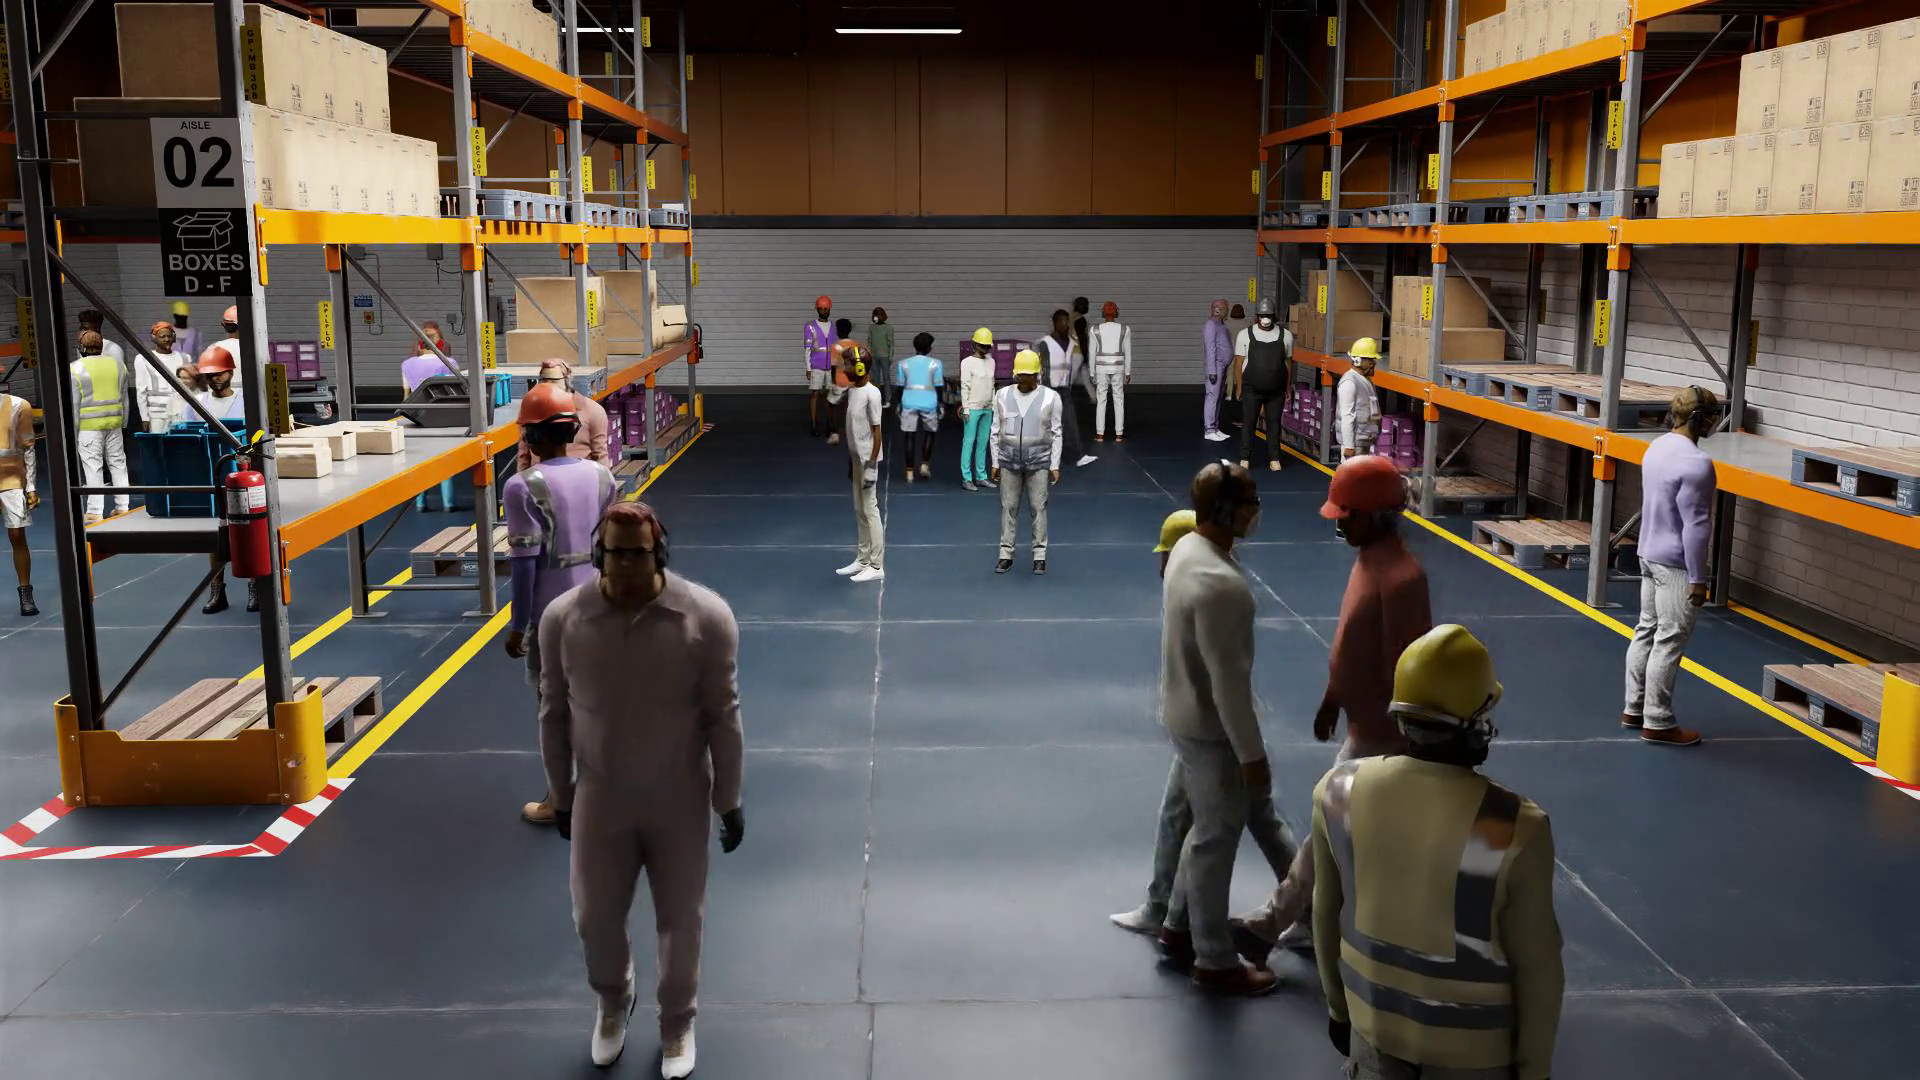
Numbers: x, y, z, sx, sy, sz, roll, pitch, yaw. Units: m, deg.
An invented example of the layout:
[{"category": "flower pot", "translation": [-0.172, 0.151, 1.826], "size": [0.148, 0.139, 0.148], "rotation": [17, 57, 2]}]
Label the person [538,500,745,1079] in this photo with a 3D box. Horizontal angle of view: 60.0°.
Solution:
[{"category": "person", "translation": [-1.005, 0.808, 5.279], "size": [0.653, 1.892, 0.436], "rotation": [-1, 10, -7]}]

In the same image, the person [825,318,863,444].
[{"category": "person", "translation": [-1.525, -2.067, 21.890], "size": [0.550, 1.677, 0.608], "rotation": [-7, 12, -33]}]

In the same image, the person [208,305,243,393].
[{"category": "person", "translation": [-7.261, -1.343, 16.824], "size": [0.615, 2.040, 0.391], "rotation": [1, 10, 7]}]

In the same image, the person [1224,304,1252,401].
[{"category": "person", "translation": [4.682, -3.165, 28.106], "size": [0.500, 1.636, 0.281], "rotation": [1, 10, 5]}]

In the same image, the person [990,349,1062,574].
[{"category": "person", "translation": [0.527, -0.628, 13.449], "size": [0.589, 1.825, 0.403], "rotation": [2, 10, 12]}]

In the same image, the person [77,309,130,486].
[{"category": "person", "translation": [-9.301, -1.519, 18.015], "size": [0.612, 1.964, 0.364], "rotation": [4, 11, 21]}]

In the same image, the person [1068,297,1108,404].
[{"category": "person", "translation": [1.969, -3.090, 27.308], "size": [0.945, 1.782, 0.650], "rotation": [-1, 10, -7]}]

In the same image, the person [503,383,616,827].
[{"category": "person", "translation": [-1.857, 0.301, 7.663], "size": [0.391, 2.041, 0.615], "rotation": [7, 12, 34]}]

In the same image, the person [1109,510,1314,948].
[{"category": "person", "translation": [1.041, 0.728, 6.298], "size": [0.854, 1.683, 0.503], "rotation": [6, 12, 29]}]

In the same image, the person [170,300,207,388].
[{"category": "person", "translation": [-10.364, -2.237, 22.179], "size": [0.604, 1.907, 0.541], "rotation": [-6, 12, -32]}]

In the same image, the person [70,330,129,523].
[{"category": "person", "translation": [-8.272, -1.085, 15.947], "size": [0.429, 1.844, 0.625], "rotation": [6, 12, 29]}]

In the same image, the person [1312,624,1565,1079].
[{"category": "person", "translation": [1.094, 1.094, 3.822], "size": [0.590, 1.837, 0.404], "rotation": [9, 14, 41]}]

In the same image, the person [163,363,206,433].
[{"category": "person", "translation": [-6.930, -0.795, 15.023], "size": [0.518, 1.597, 0.831], "rotation": [4, 11, 21]}]

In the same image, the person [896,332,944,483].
[{"category": "person", "translation": [-0.445, -1.489, 18.634], "size": [0.563, 1.664, 0.542], "rotation": [1, 10, 8]}]

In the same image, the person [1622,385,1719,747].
[{"category": "person", "translation": [3.822, 0.135, 8.902], "size": [0.358, 1.931, 0.628], "rotation": [0, 10, 1]}]

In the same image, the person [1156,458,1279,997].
[{"category": "person", "translation": [0.914, 0.671, 5.902], "size": [0.417, 1.936, 0.653], "rotation": [0, 10, 2]}]

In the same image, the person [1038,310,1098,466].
[{"category": "person", "translation": [1.197, -1.809, 19.904], "size": [0.616, 1.861, 0.993], "rotation": [-10, 14, -44]}]

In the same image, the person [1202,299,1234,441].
[{"category": "person", "translation": [3.502, -2.307, 22.564], "size": [0.410, 1.913, 0.642], "rotation": [4, 11, 20]}]

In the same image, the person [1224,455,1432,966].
[{"category": "person", "translation": [1.398, 0.650, 6.029], "size": [1.019, 1.928, 0.675], "rotation": [1, 10, 8]}]

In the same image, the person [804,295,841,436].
[{"category": "person", "translation": [-1.887, -2.415, 23.078], "size": [0.545, 1.942, 0.354], "rotation": [-5, 11, -25]}]

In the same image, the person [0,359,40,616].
[{"category": "person", "translation": [-6.879, -0.402, 11.864], "size": [0.545, 1.942, 0.354], "rotation": [-5, 12, -28]}]

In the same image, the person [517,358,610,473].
[{"category": "person", "translation": [-2.736, -0.306, 11.469], "size": [0.647, 1.900, 0.395], "rotation": [1, 10, 5]}]

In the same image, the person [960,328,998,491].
[{"category": "person", "translation": [0.221, -1.412, 18.004], "size": [0.328, 1.759, 0.524], "rotation": [9, 14, 42]}]

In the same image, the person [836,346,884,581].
[{"category": "person", "translation": [-0.782, -0.604, 13.207], "size": [0.327, 1.865, 0.517], "rotation": [-4, 11, -22]}]

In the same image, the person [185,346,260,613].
[{"category": "person", "translation": [-5.301, -0.432, 12.040], "size": [0.546, 1.938, 0.360], "rotation": [-2, 10, -11]}]

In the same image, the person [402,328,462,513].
[{"category": "person", "translation": [-5.208, -1.171, 16.455], "size": [0.567, 1.837, 0.387], "rotation": [-1, 10, -3]}]

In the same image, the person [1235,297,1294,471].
[{"category": "person", "translation": [3.566, -1.817, 19.468], "size": [0.689, 2.000, 0.538], "rotation": [0, 10, 2]}]

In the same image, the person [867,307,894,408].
[{"category": "person", "translation": [-1.289, -2.951, 26.919], "size": [0.501, 1.632, 0.280], "rotation": [6, 12, 32]}]

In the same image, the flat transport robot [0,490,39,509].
[{"category": "flat transport robot", "translation": [-10.082, -0.464, 16.862], "size": [1.431, 0.197, 0.652], "rotation": [6, 12, 29]}]

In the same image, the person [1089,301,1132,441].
[{"category": "person", "translation": [2.017, -2.259, 22.370], "size": [0.575, 1.885, 0.355], "rotation": [0, 10, 2]}]

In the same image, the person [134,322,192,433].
[{"category": "person", "translation": [-7.994, -1.257, 16.789], "size": [0.357, 1.883, 0.573], "rotation": [9, 13, 41]}]

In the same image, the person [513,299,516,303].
[{"category": "person", "translation": [-6.319, -2.670, 24.364], "size": [0.385, 1.990, 0.608], "rotation": [-6, 12, -29]}]

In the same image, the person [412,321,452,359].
[{"category": "person", "translation": [-7.145, -2.159, 22.587], "size": [0.530, 1.604, 0.804], "rotation": [-2, 10, -13]}]

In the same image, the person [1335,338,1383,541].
[{"category": "person", "translation": [3.584, -0.901, 14.954], "size": [0.404, 1.827, 0.599], "rotation": [5, 12, 28]}]
